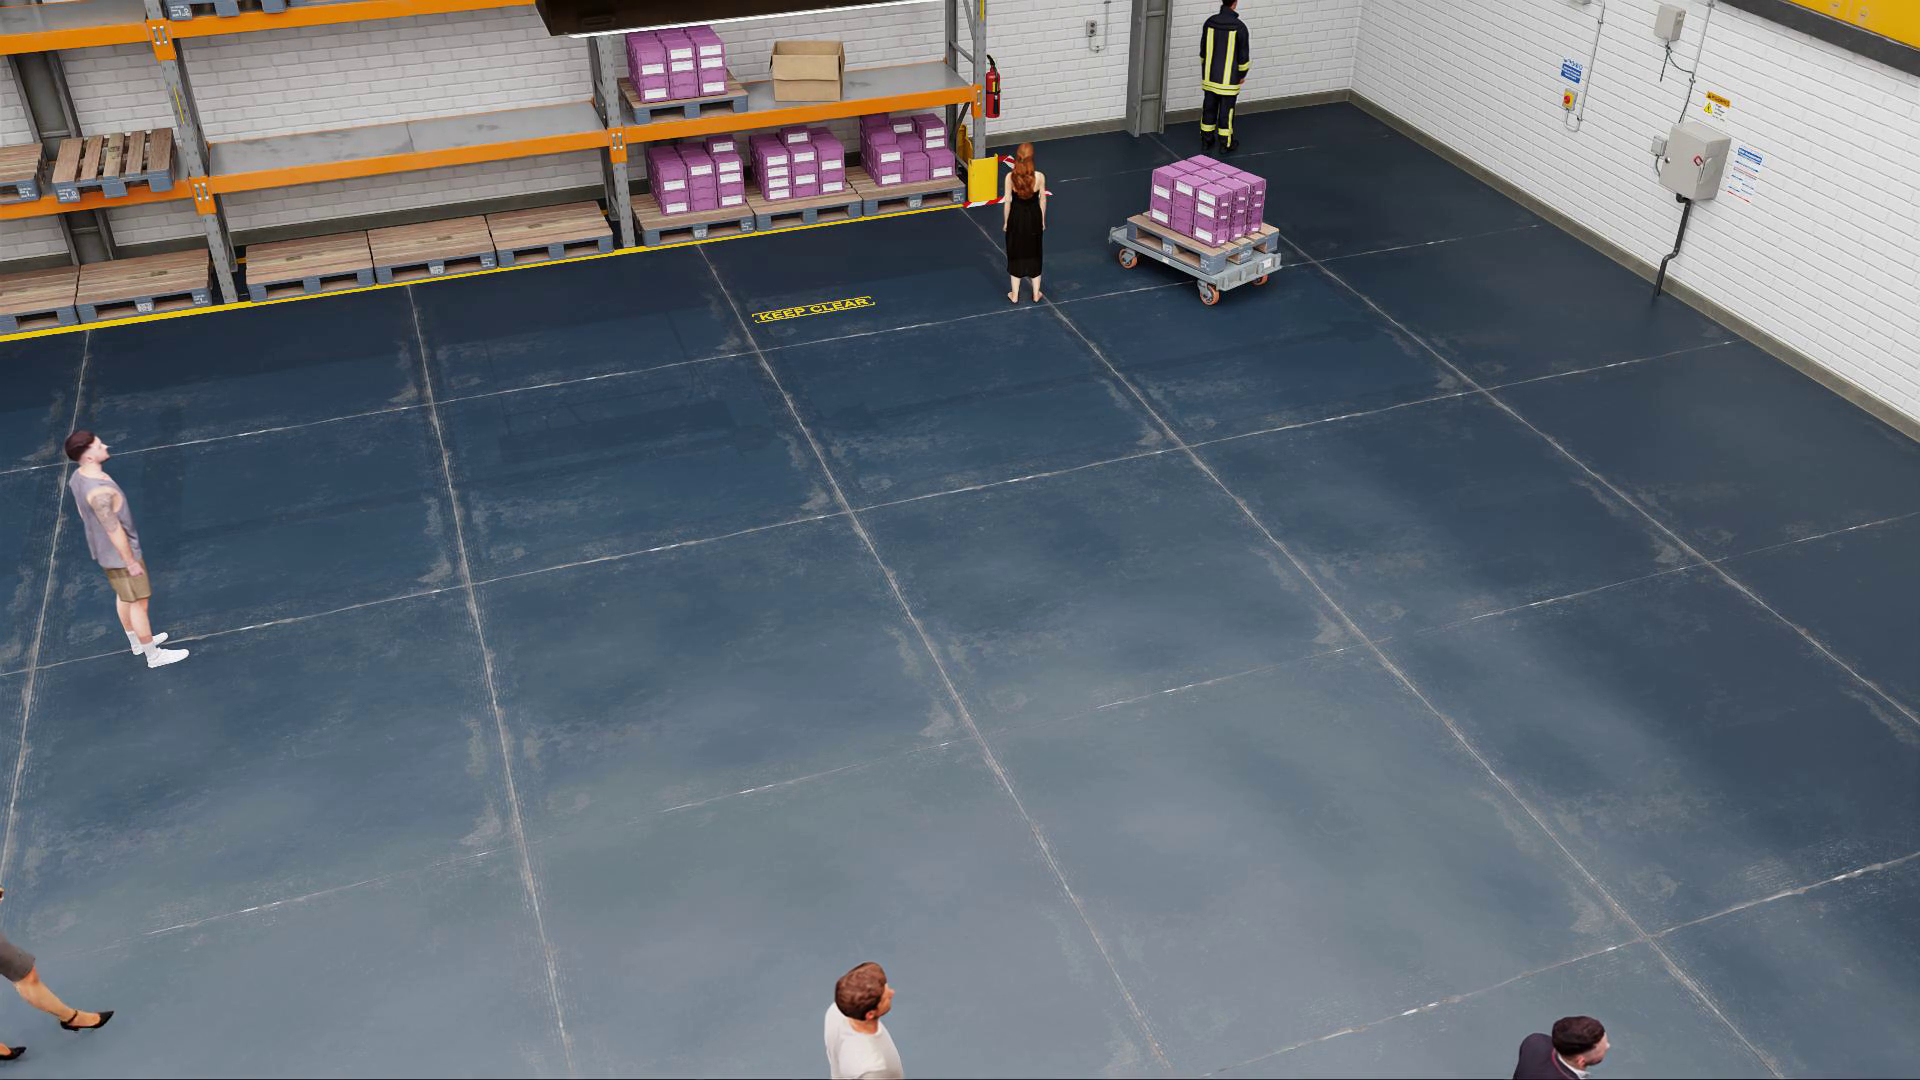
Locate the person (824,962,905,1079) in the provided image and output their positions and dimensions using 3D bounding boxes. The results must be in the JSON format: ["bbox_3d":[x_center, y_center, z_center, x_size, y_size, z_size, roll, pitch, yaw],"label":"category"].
[{"bbox_3d":[-0.411,2.597,7.433,0.593,1.905,0.675,-14,36,-20],"label":"person"}]

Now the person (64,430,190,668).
[{"bbox_3d":[-5.757,0.061,11.365,0.719,1.847,0.726,29,43,36],"label":"person"}]

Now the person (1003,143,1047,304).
[{"bbox_3d":[0.627,-3.092,16.246,0.592,1.625,0.694,-1,34,-2],"label":"person"}]

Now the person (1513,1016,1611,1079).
[{"bbox_3d":[2.540,2.724,7.297,0.642,1.844,0.710,-3,34,-5],"label":"person"}]

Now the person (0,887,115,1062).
[{"bbox_3d":[-5.076,2.011,8.393,0.974,1.819,0.780,-20,38,-27],"label":"person"}]

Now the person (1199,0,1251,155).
[{"bbox_3d":[3.108,-5.562,19.689,0.895,1.927,0.910,21,39,29],"label":"person"}]
